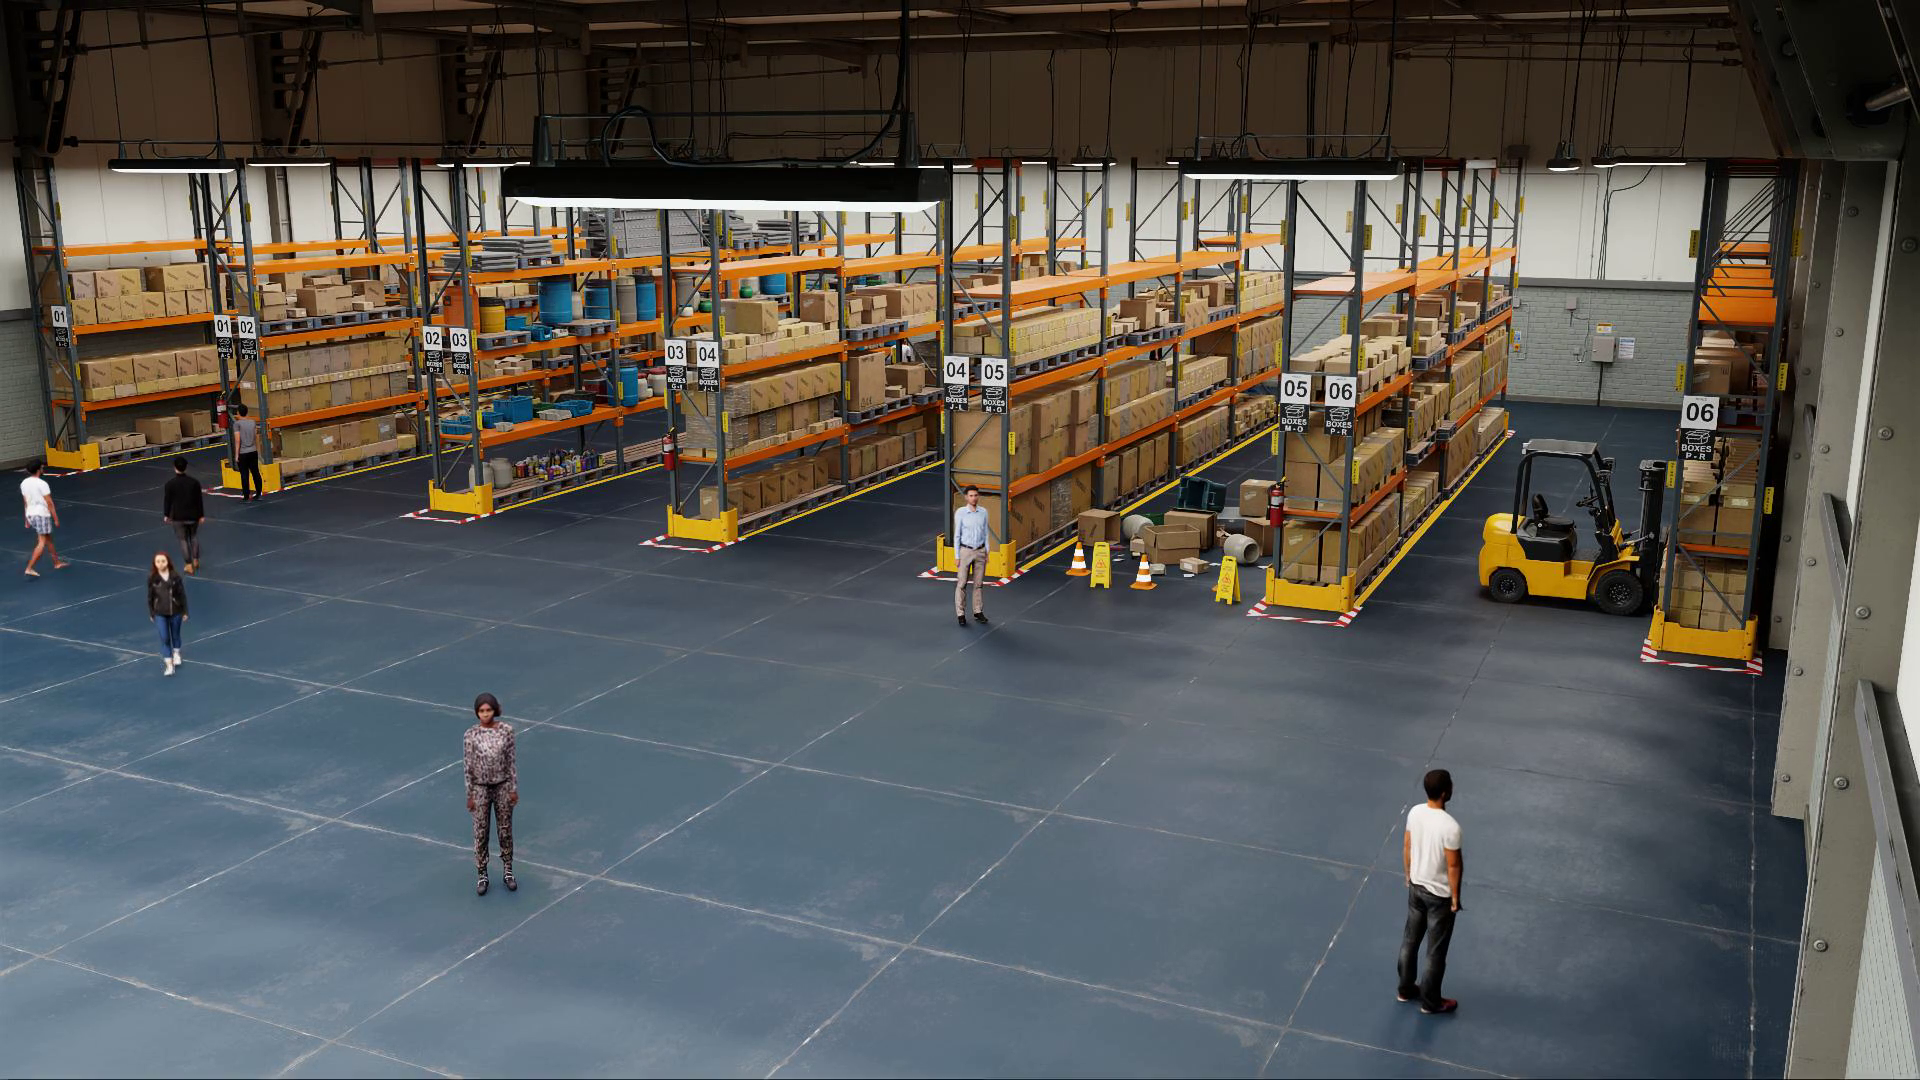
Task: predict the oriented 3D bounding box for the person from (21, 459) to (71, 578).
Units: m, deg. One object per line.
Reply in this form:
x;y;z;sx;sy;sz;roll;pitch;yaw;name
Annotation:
-13.475;-0.288;24.260;0.677;1.691;1.097;6;14;23;person

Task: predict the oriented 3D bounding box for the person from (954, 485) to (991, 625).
0.164;0.177;21.911;0.742;1.845;0.798;-4;14;-18;person

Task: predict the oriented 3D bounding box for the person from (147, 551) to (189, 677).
-9.460;0.851;19.880;0.975;1.447;1.003;-6;14;-23;person

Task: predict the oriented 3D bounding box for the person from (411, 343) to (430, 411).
-12.663;-3.758;39.074;0.622;1.769;0.569;4;14;19;person

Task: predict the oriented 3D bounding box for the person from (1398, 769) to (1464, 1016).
3.381;2.504;11.957;0.728;1.803;0.719;-8;15;-30;person

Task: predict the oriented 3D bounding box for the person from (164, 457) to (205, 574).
-11.402;-0.352;24.503;0.843;1.706;0.884;-12;18;-42;person

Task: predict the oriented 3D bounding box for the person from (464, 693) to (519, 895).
-3.904;2.102;13.890;0.676;1.714;0.734;-4;14;-19;person

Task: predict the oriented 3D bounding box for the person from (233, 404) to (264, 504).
-12.683;-1.552;29.576;0.676;1.755;0.479;7;15;26;person
